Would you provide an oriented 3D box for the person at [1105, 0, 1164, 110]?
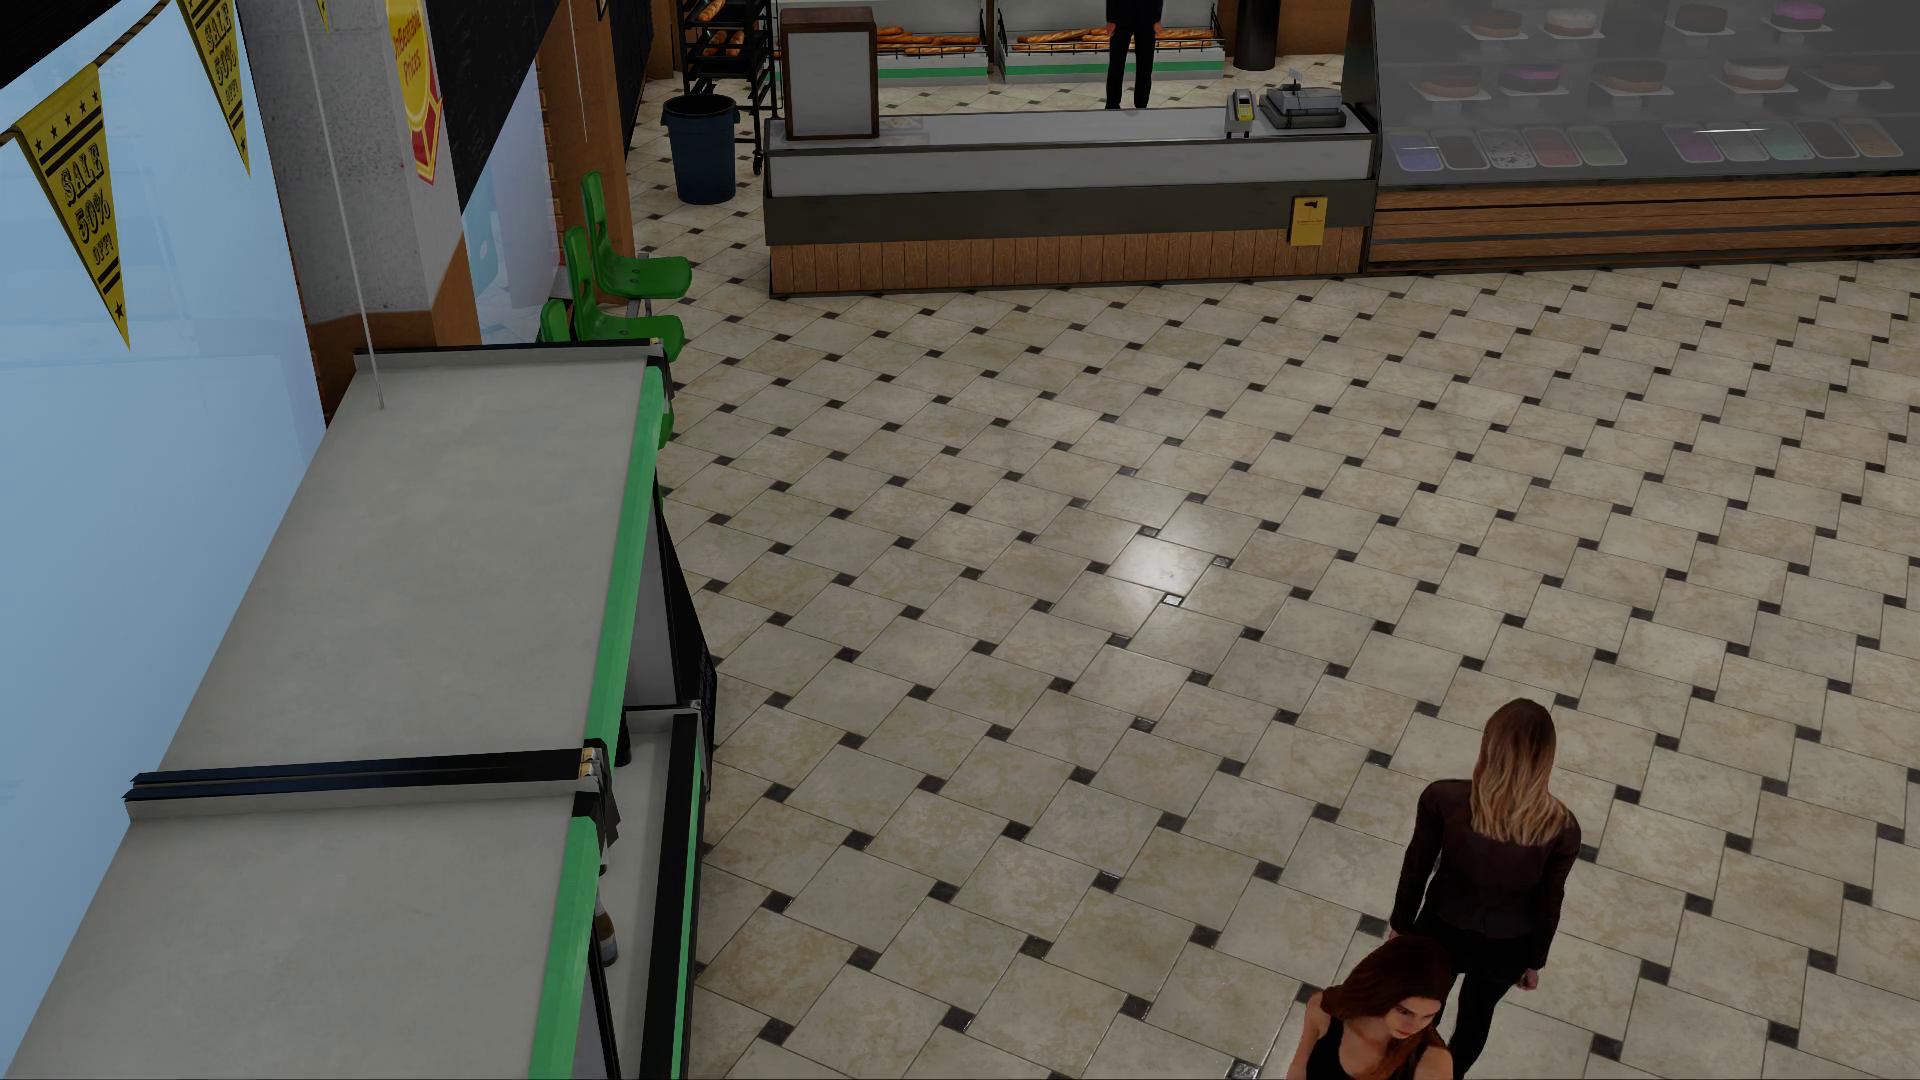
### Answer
[{"bbox_3d":[1.416,-4.247,13.479,0.614,1.868,0.570,-3,32,-5],"label":"person"}]

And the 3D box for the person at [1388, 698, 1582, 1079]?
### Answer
[{"bbox_3d":[1.482,1.224,4.858,0.866,1.685,1.065,11,34,17],"label":"person"}]

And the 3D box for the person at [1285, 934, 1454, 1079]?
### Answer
[{"bbox_3d":[1.046,1.606,4.224,0.812,1.707,0.750,-26,40,-35],"label":"person"}]
